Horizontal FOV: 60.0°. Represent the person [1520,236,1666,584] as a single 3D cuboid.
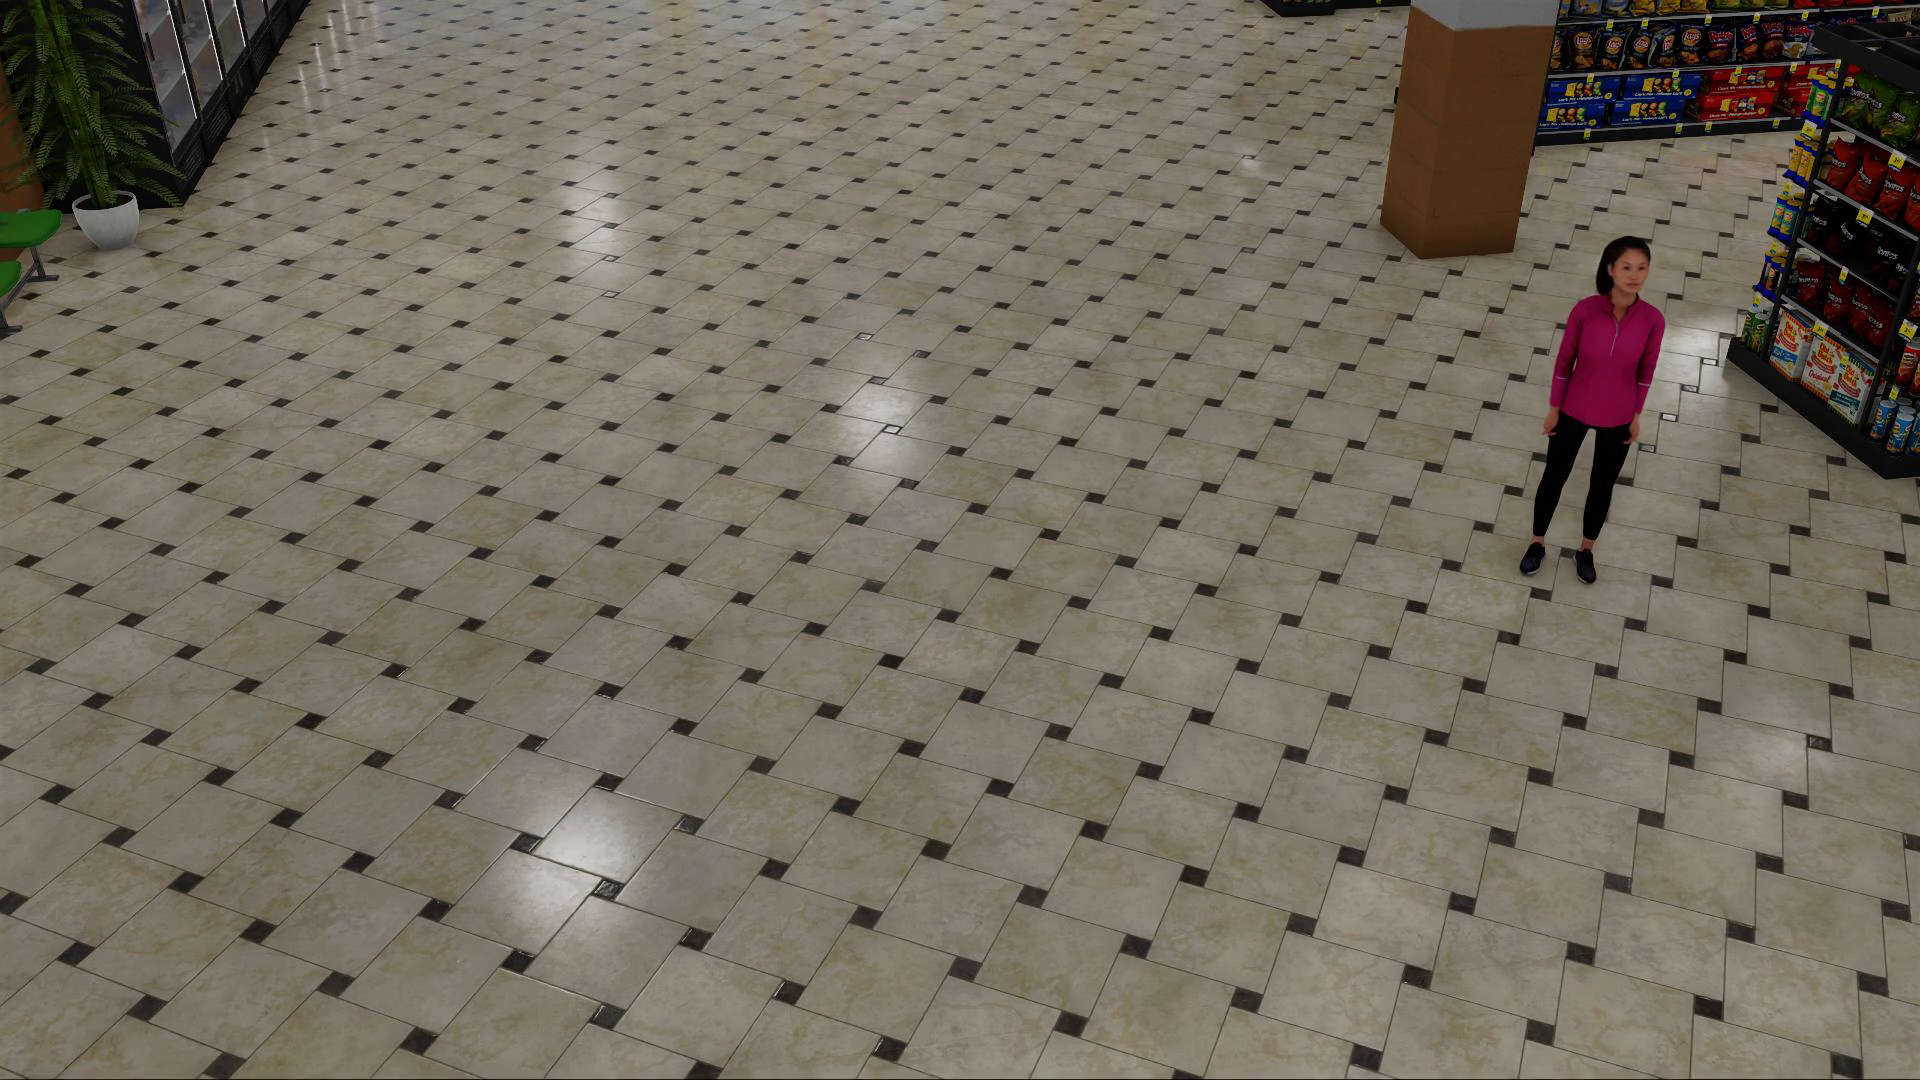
[{"bbox_3d":[2.936,-0.591,7.686,0.639,1.696,0.738,9,33,14],"label":"person"}]
